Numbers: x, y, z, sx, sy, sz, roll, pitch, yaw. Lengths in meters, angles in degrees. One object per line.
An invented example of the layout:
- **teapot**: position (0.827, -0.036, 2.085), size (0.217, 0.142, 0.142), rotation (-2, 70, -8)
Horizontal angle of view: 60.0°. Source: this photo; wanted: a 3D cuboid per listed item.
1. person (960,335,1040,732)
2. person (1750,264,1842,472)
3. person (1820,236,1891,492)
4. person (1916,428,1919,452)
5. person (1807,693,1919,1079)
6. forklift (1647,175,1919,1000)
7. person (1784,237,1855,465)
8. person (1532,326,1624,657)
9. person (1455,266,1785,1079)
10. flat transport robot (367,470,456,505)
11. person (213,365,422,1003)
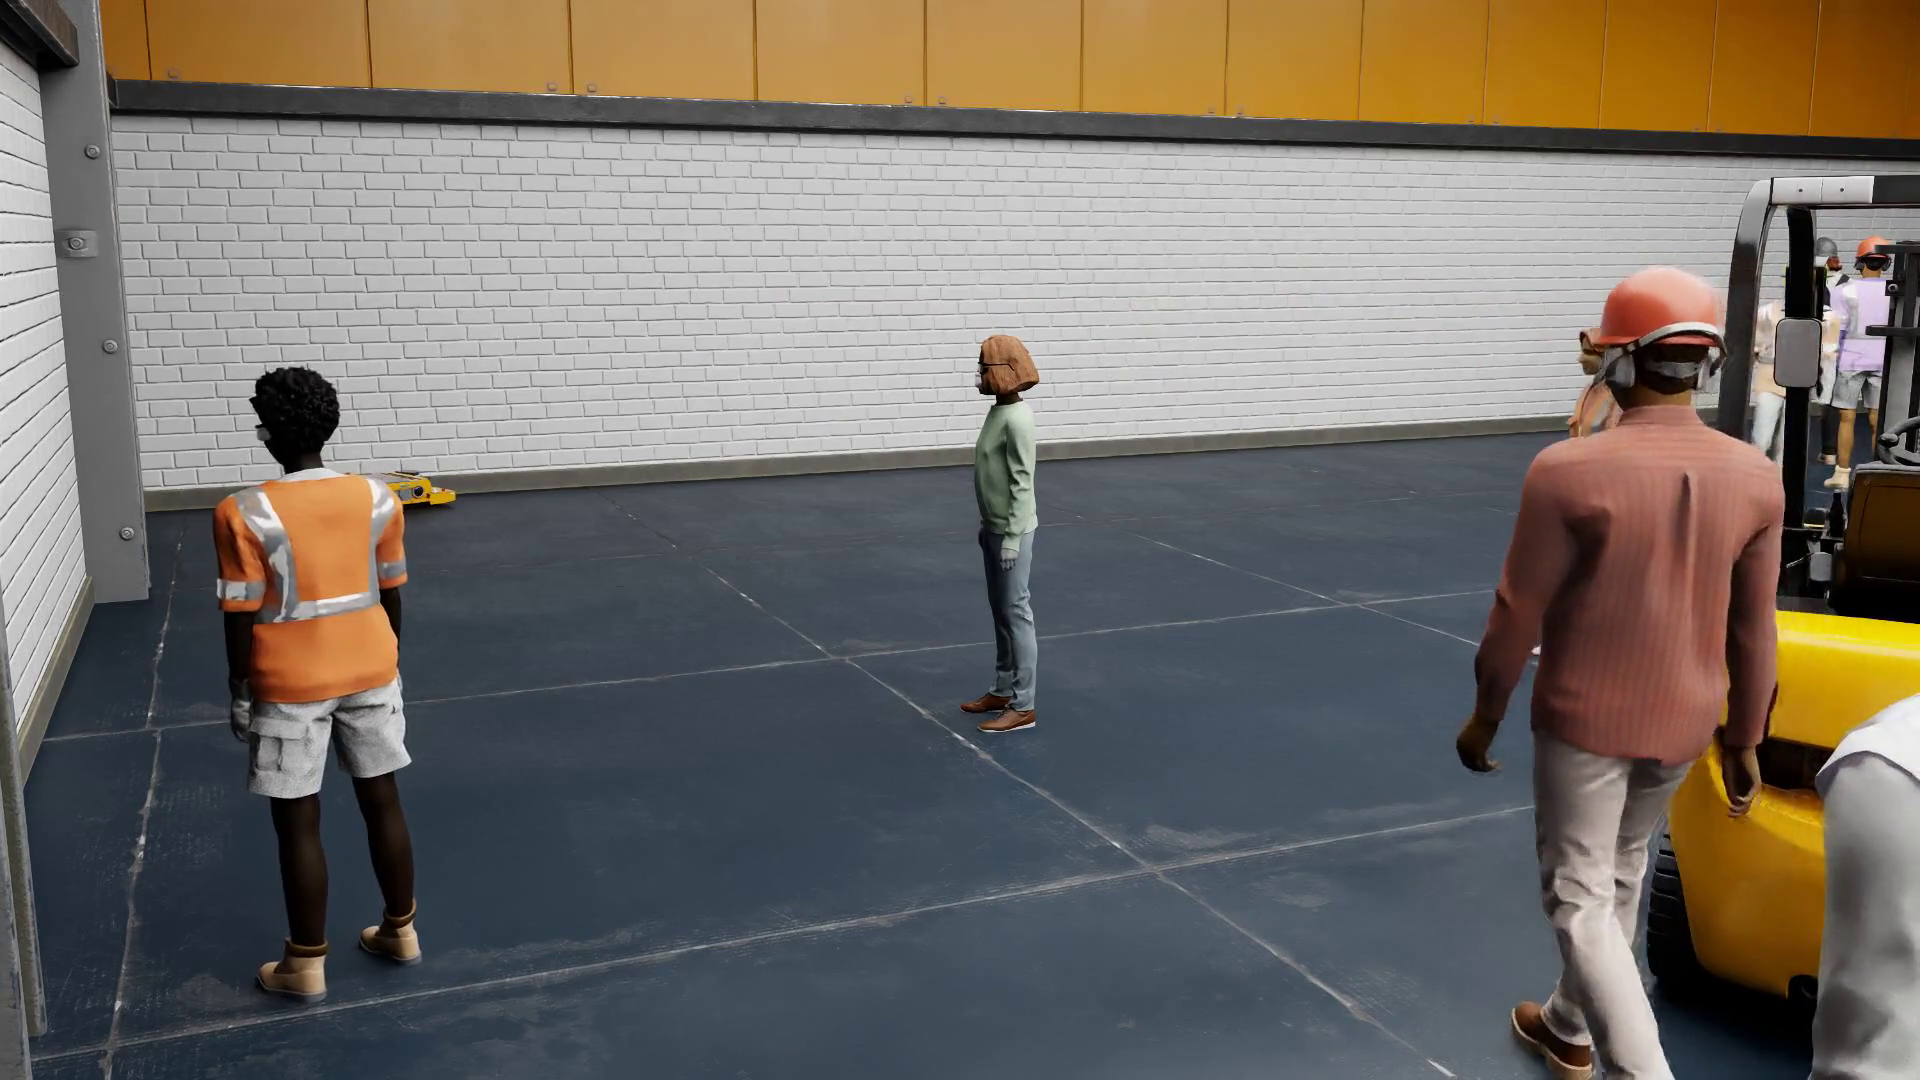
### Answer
- **person**: position (0.176, -0.028, 6.881), size (0.284, 1.632, 0.500), rotation (-2, 11, -13)
- **person**: position (5.911, -1.062, 11.898), size (0.634, 1.885, 0.448), rotation (4, 11, 20)
- **person**: position (7.223, -1.401, 13.316), size (0.614, 2.041, 0.393), rotation (1, 10, 7)
- **person**: position (6.600, -0.923, 11.367), size (0.496, 1.801, 0.868), rotation (6, 12, 30)
- **person**: position (1.099, 0.776, 1.752), size (0.584, 1.883, 0.337), rotation (-5, 11, -26)
- **forklift**: position (2.810, 0.094, 4.662), size (1.214, 2.155, 2.313), rotation (7, 12, 34)
- **person**: position (7.663, -1.694, 14.935), size (0.689, 2.000, 0.537), rotation (0, 10, 2)
- **person**: position (2.965, -0.188, 7.809), size (0.552, 1.620, 0.524), rotation (-1, 10, -4)
- **person**: position (1.464, 0.387, 3.671), size (0.618, 1.964, 0.877), rotation (-2, 11, -13)
- **flat transport robot**: position (-4.555, -0.335, 12.327), size (0.652, 0.197, 1.431), rotation (9, 14, 42)
- **person**: position (-1.716, 0.381, 4.477), size (0.320, 1.691, 0.528), rotation (8, 13, 39)
